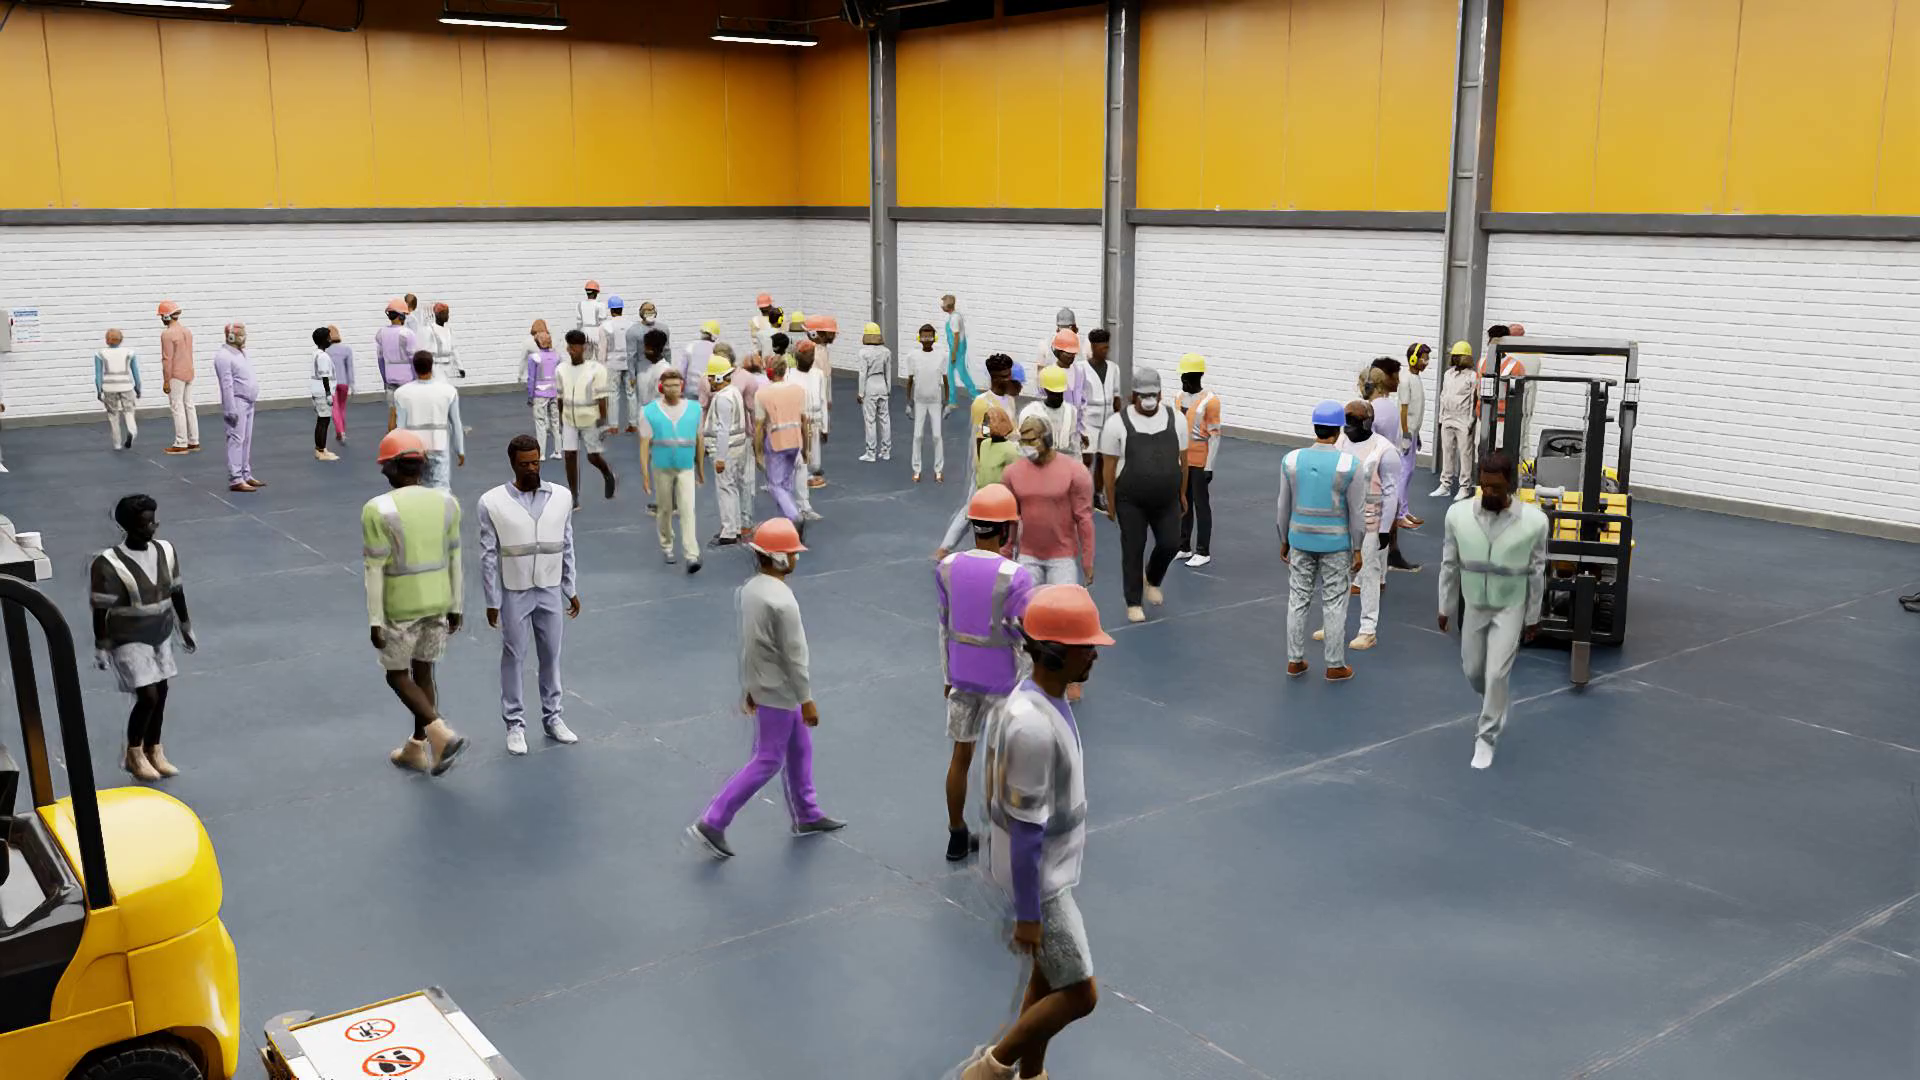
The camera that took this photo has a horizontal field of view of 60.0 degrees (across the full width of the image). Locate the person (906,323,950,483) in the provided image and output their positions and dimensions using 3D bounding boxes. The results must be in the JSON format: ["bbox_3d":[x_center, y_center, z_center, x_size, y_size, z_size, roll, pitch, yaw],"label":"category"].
[{"bbox_3d":[-0.371,-1.590,19.362,0.516,1.861,0.321,0,12,2],"label":"person"}]

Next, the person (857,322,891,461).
[{"bbox_3d":[-1.094,-1.868,20.985,0.493,1.741,0.316,-9,15,-38],"label":"person"}]

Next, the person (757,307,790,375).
[{"bbox_3d":[-2.470,-2.177,22.214,0.525,1.857,0.344,4,13,20],"label":"person"}]

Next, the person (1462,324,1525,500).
[{"bbox_3d":[5.739,-1.338,17.875,0.367,1.967,0.606,-8,14,-34],"label":"person"}]

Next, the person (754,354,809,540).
[{"bbox_3d":[-1.684,-0.875,15.995,0.576,1.823,0.747,-9,15,-38],"label":"person"}]

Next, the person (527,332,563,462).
[{"bbox_3d":[-5.210,-1.806,20.959,0.319,1.631,0.524,10,15,40],"label":"person"}]

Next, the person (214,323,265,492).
[{"bbox_3d":[-8.156,-1.508,18.867,0.402,1.902,0.679,-1,12,-5],"label":"person"}]

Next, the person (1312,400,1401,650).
[{"bbox_3d":[2.910,-0.118,12.290,0.429,1.840,0.637,-10,15,-39],"label":"person"}]

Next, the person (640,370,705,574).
[{"bbox_3d":[-2.539,-0.615,14.788,0.590,1.791,0.987,-4,12,-19],"label":"person"}]

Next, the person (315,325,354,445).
[{"bbox_3d":[-8.396,-2.085,22.384,0.504,1.607,0.774,-8,14,-33],"label":"person"}]

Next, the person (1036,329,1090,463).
[{"bbox_3d":[1.032,-1.060,16.398,0.612,2.029,0.409,-10,15,-39],"label":"person"}]

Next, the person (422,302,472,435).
[{"bbox_3d":[-7.104,-2.359,23.087,0.886,1.846,0.604,3,12,12],"label":"person"}]

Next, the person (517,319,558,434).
[{"bbox_3d":[-5.944,-2.305,23.448,0.516,1.595,0.783,-8,14,-34],"label":"person"}]

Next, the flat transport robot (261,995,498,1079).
[{"bbox_3d":[-1.984,1.984,5.950,0.652,0.197,1.431,-8,14,-35],"label":"flat transport robot"}]

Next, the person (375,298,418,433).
[{"bbox_3d":[-7.064,-2.031,21.048,0.607,2.041,0.377,4,12,20],"label":"person"}]

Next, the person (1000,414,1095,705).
[{"bbox_3d":[0.544,0.137,10.856,0.655,1.923,0.480,6,13,28],"label":"person"}]

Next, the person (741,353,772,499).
[{"bbox_3d":[-2.242,-1.270,18.427,0.581,1.609,0.581,-9,15,-36],"label":"person"}]

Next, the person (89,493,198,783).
[{"bbox_3d":[-4.605,0.558,9.397,0.389,1.674,0.557,4,12,20],"label":"person"}]

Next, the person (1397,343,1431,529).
[{"bbox_3d":[4.549,-1.051,16.746,0.329,1.865,0.508,6,13,26],"label":"person"}]

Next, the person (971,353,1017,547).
[{"bbox_3d":[0.320,-0.662,14.613,0.372,1.966,0.603,6,13,28],"label":"person"}]

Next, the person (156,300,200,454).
[{"bbox_3d":[-10.162,-2.112,21.590,0.412,1.981,0.625,1,12,4],"label":"person"}]

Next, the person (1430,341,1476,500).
[{"bbox_3d":[5.464,-1.312,18.289,0.288,1.746,0.485,-8,14,-35],"label":"person"}]

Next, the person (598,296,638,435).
[{"bbox_3d":[-4.756,-2.430,23.219,0.608,1.940,0.416,-8,14,-34],"label":"person"}]

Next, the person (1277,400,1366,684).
[{"bbox_3d":[2.481,0.014,11.399,0.615,1.943,0.405,7,14,32],"label":"person"}]

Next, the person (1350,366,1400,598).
[{"bbox_3d":[3.427,-0.481,13.853,0.391,1.928,0.635,8,14,34],"label":"person"}]

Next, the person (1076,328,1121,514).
[{"bbox_3d":[1.434,-1.243,17.423,0.648,1.962,0.366,-7,14,-30],"label":"person"}]

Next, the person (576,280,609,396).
[{"bbox_3d":[-6.099,-3.353,27.705,0.543,1.928,0.373,3,12,13],"label":"person"}]

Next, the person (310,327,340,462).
[{"bbox_3d":[-8.014,-1.836,20.969,0.320,1.693,0.539,-6,13,-28],"label":"person"}]

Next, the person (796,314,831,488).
[{"bbox_3d":[-1.675,-1.591,19.084,0.423,1.981,0.635,-2,12,-8],"label":"person"}]

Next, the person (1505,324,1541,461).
[{"bbox_3d":[6.189,-1.474,18.690,0.642,1.905,0.399,-7,13,-29],"label":"person"}]

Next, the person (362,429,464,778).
[{"bbox_3d":[-3.067,0.381,9.487,0.714,2.007,0.638,10,15,40],"label":"person"}]
